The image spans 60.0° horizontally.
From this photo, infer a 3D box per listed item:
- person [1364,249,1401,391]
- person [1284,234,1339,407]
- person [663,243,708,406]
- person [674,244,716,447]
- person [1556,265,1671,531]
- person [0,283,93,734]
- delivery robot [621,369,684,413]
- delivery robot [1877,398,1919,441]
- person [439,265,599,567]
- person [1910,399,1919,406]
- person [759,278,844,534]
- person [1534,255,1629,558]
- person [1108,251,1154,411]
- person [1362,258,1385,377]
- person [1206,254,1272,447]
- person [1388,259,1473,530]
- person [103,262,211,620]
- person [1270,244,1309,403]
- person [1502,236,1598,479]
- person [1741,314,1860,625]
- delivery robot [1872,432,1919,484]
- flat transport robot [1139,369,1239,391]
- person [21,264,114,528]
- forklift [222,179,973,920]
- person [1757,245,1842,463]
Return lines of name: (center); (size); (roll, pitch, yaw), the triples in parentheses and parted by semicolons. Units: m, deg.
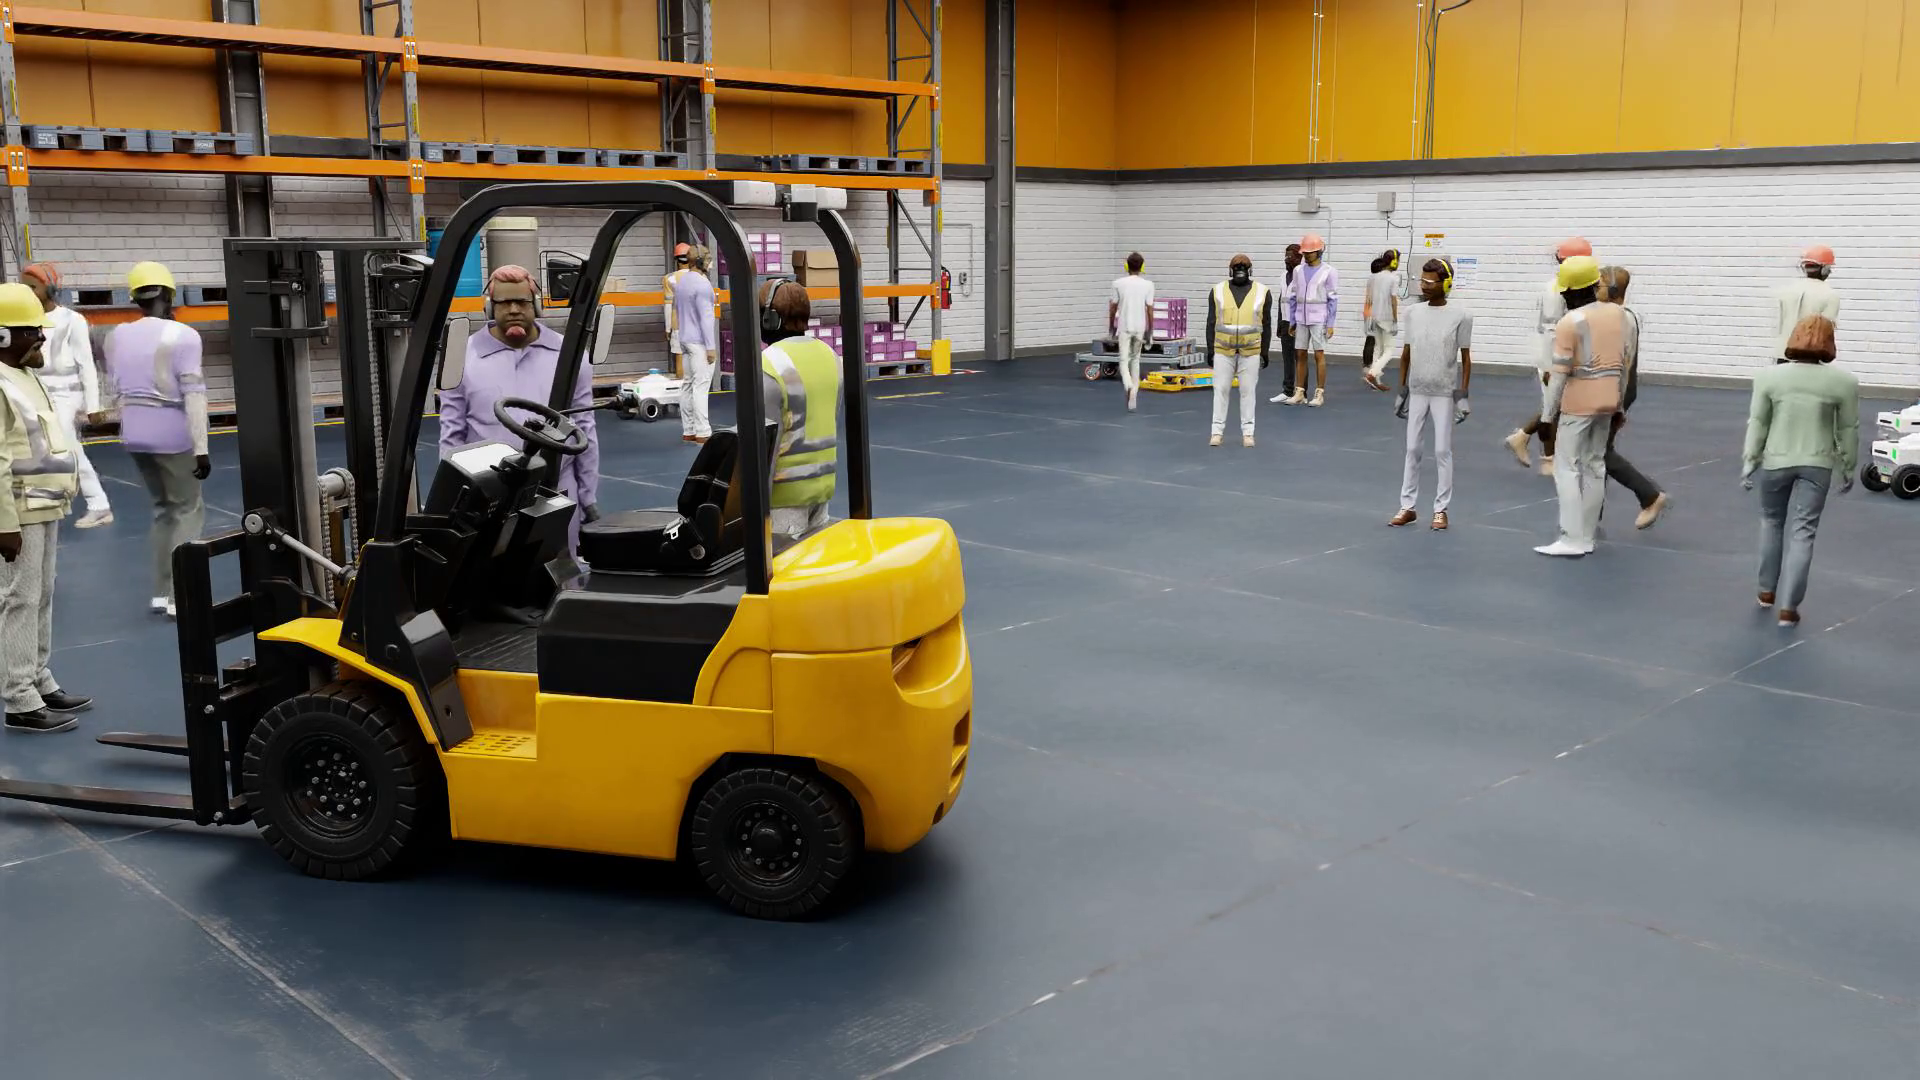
person: (5.464, -2.832, 21.525); (0.447, 1.847, 0.573); (-5, 12, -27)
person: (4.147, -2.586, 19.668); (0.605, 2.033, 0.401); (10, 14, 42)
person: (-3.245, -2.544, 19.714); (0.553, 1.934, 0.374); (-4, 11, -20)
person: (-2.523, -1.871, 16.025); (0.370, 1.940, 0.627); (-7, 12, -33)
person: (4.459, -0.947, 11.285); (0.610, 1.827, 0.526); (3, 11, 14)
person: (-3.830, -0.129, 6.822); (0.404, 1.827, 0.602); (-3, 11, -15)
delivery robot: (-3.355, -1.636, 18.262); (0.477, 0.478, 0.707); (9, 14, 42)
delivery robot: (8.698, -1.042, 15.027); (0.707, 0.478, 0.477); (0, 10, -2)
person: (-1.816, -0.177, 6.905); (0.640, 1.902, 0.402); (-4, 11, -21)
person: (10.399, -2.156, 17.653); (0.498, 1.916, 0.540); (-2, 11, -9)
person: (-0.747, -0.181, 7.080); (0.429, 1.844, 0.626); (5, 11, 24)
person: (3.941, -0.823, 10.453); (0.664, 1.890, 0.378); (-5, 12, -26)
person: (1.991, -2.418, 19.296); (0.519, 1.839, 0.837); (-1, 10, -3)
person: (5.976, -3.205, 23.972); (0.321, 1.692, 0.529); (1, 10, 6)
person: (2.666, -1.812, 15.967); (0.619, 1.845, 0.430); (2, 11, 11)
person: (3.255, -0.995, 11.467); (0.520, 1.862, 0.333); (7, 13, 35)
person: (-4.240, -0.520, 8.838); (0.620, 1.881, 0.530); (3, 11, 17)
person: (4.041, -2.599, 20.051); (0.375, 1.917, 0.598); (-5, 12, -26)
person: (4.914, -1.506, 13.811); (0.625, 2.018, 0.613); (8, 13, 36)
person: (4.448, -0.383, 8.801); (0.533, 1.603, 0.724); (6, 12, 30)
delivery robot: (7.504, -0.661, 12.925); (0.707, 0.478, 0.477); (-1, 11, -1)
flat transport robot: (3.051, -2.126, 21.968); (1.431, 0.197, 0.652); (-8, 13, -37)
person: (-6.142, -0.930, 11.200); (0.582, 1.826, 1.024); (4, 11, 21)
forklift: (-1.114, -0.058, 5.440); (2.313, 2.155, 1.214); (2, 11, 13)
person: (7.486, -1.632, 14.745); (1.067, 1.944, 0.613); (-6, 12, -31)
